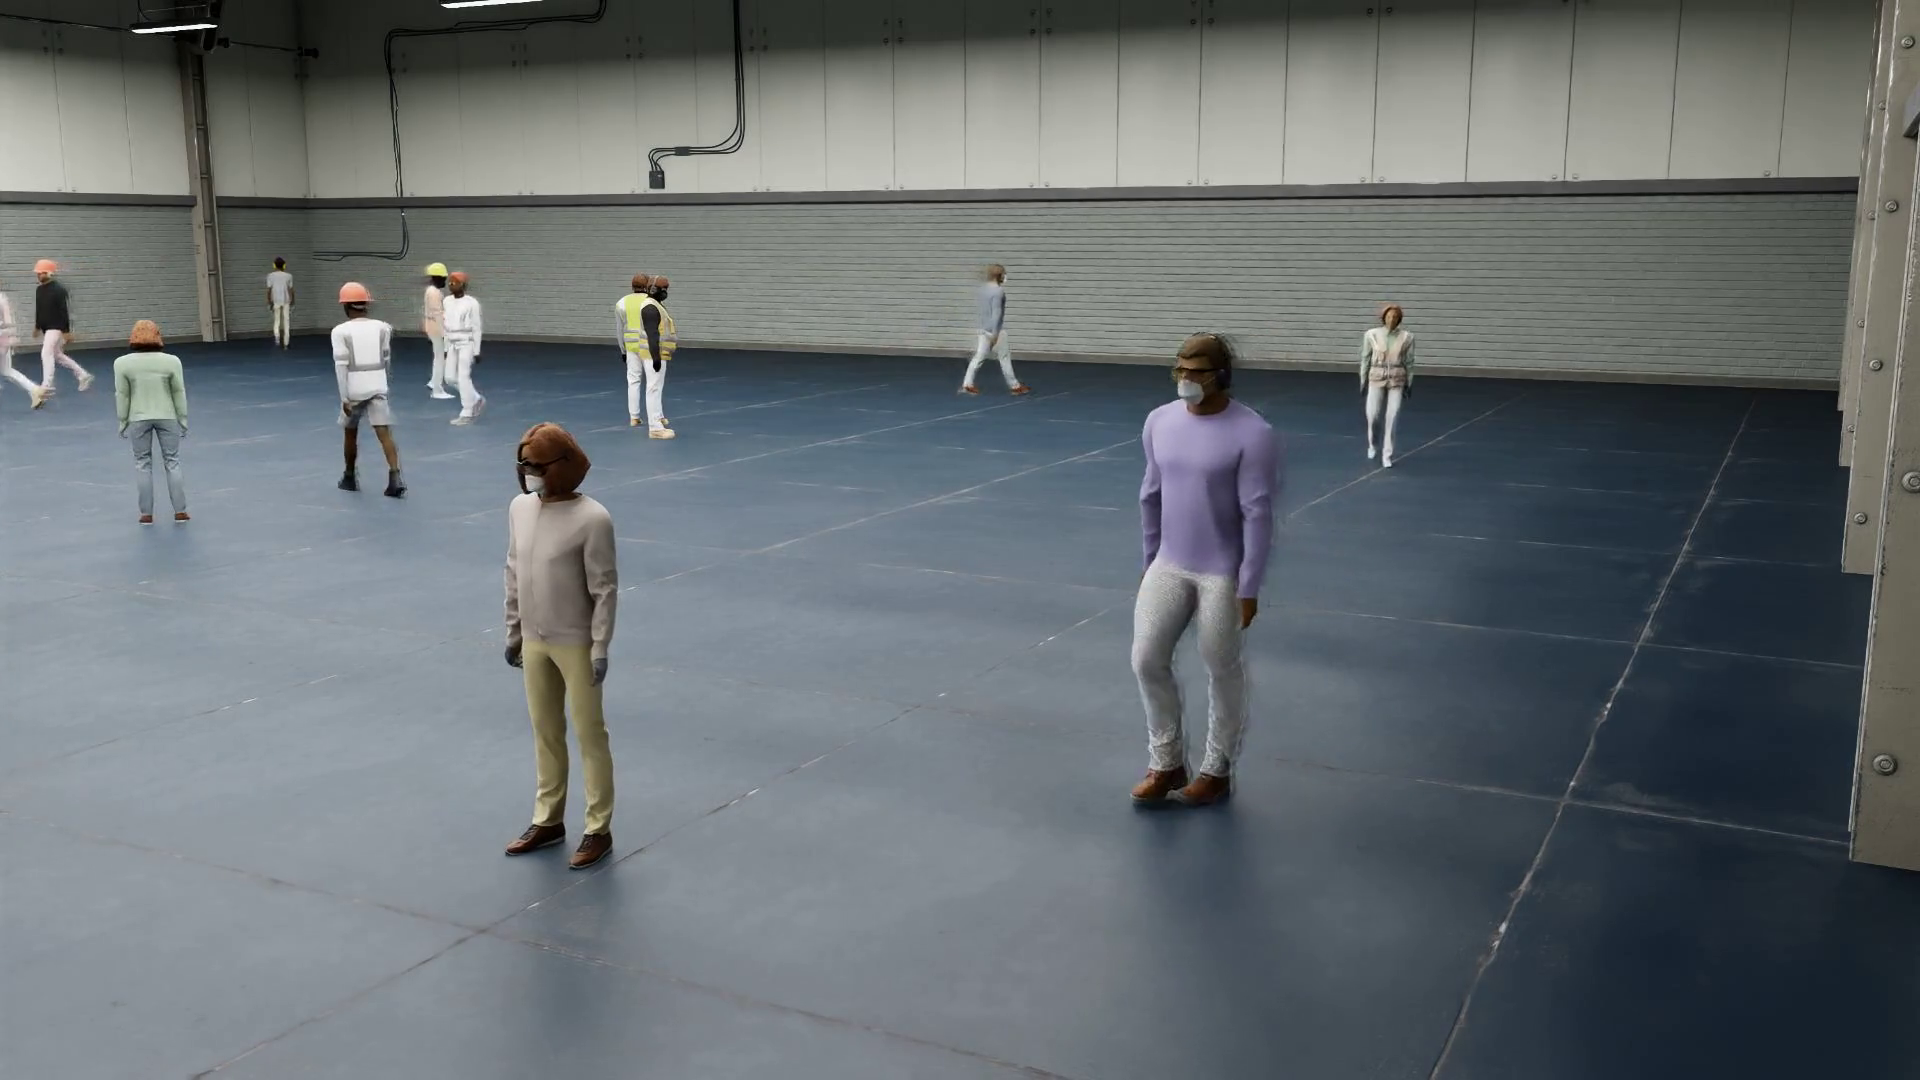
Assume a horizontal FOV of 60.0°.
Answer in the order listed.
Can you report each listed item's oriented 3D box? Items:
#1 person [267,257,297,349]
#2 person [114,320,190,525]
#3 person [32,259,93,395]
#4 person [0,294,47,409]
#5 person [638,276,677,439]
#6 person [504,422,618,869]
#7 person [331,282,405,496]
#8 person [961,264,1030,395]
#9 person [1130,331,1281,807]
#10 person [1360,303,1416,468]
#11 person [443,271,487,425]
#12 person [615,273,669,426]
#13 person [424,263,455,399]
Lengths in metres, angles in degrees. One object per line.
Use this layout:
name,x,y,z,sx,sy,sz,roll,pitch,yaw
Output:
person,-13.684,-4.775,33.589,0.502,1.857,0.407,-2,11,-13
person,-6.427,-0.934,13.250,0.507,1.630,0.268,-5,11,-25
person,-13.071,-3.080,24.072,0.616,1.964,0.900,8,13,38
person,-12.378,-2.537,21.516,0.801,1.819,0.638,-3,11,-15
person,-3.436,-2.076,18.925,0.430,1.838,0.619,-1,10,-8
person,-1.466,0.380,6.081,0.497,1.633,0.278,6,12,30
person,-5.265,-1.334,14.745,0.547,1.895,0.996,-9,14,-40
person,0.479,-3.010,23.893,1.027,1.890,0.663,-4,11,-19
person,0.913,0.145,6.571,0.662,1.919,0.626,9,14,41
person,4.244,-1.537,16.520,0.523,1.625,0.386,2,11,11
person,-6.025,-2.338,20.258,0.593,1.870,0.507,7,12,33
person,-3.814,-2.288,20.067,0.626,1.844,0.429,2,11,9
person,-7.286,-2.928,23.357,0.418,1.912,0.595,-2,11,-12
